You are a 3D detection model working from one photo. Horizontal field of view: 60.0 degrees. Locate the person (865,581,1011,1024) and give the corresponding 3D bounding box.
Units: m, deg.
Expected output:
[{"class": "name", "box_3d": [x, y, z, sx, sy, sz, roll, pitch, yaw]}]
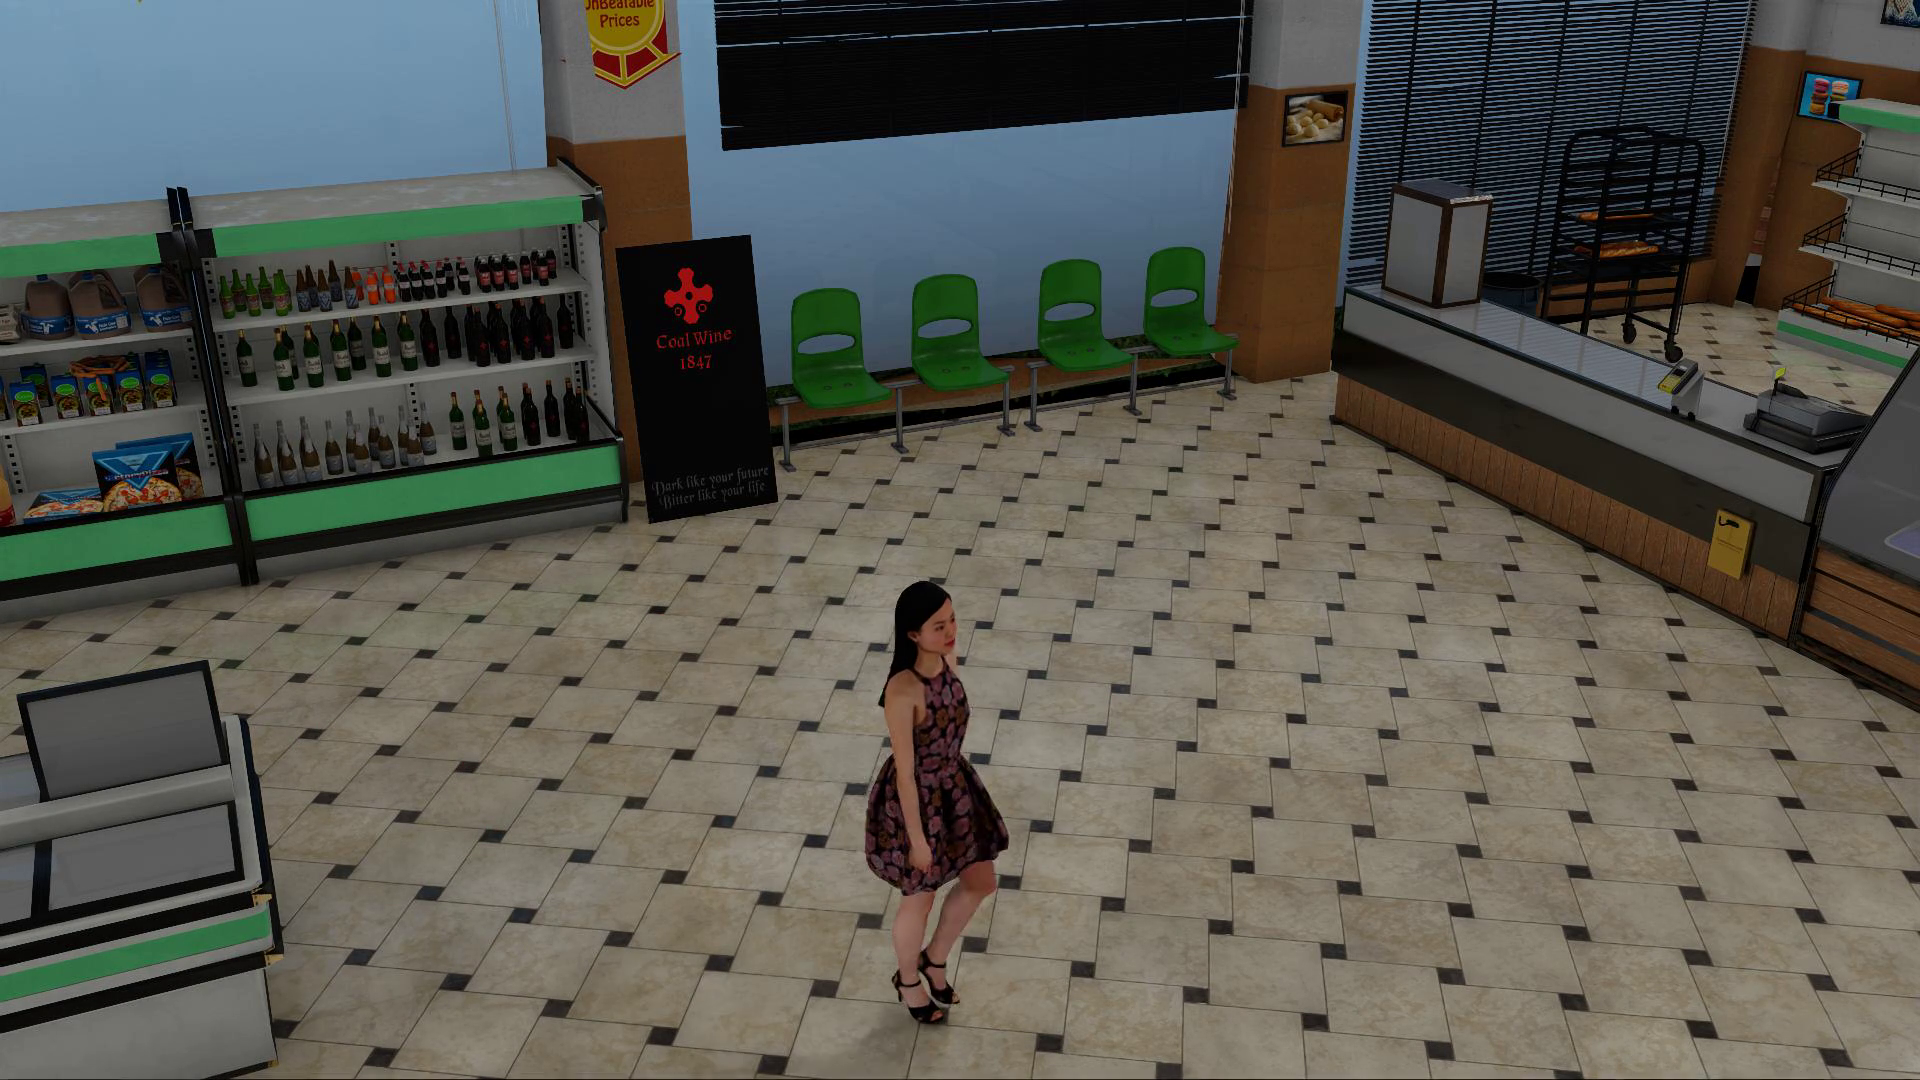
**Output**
[{"class": "person", "box_3d": [-0.185, 0.937, 5.787, 0.867, 1.761, 0.804, 12, 26, 26]}]
